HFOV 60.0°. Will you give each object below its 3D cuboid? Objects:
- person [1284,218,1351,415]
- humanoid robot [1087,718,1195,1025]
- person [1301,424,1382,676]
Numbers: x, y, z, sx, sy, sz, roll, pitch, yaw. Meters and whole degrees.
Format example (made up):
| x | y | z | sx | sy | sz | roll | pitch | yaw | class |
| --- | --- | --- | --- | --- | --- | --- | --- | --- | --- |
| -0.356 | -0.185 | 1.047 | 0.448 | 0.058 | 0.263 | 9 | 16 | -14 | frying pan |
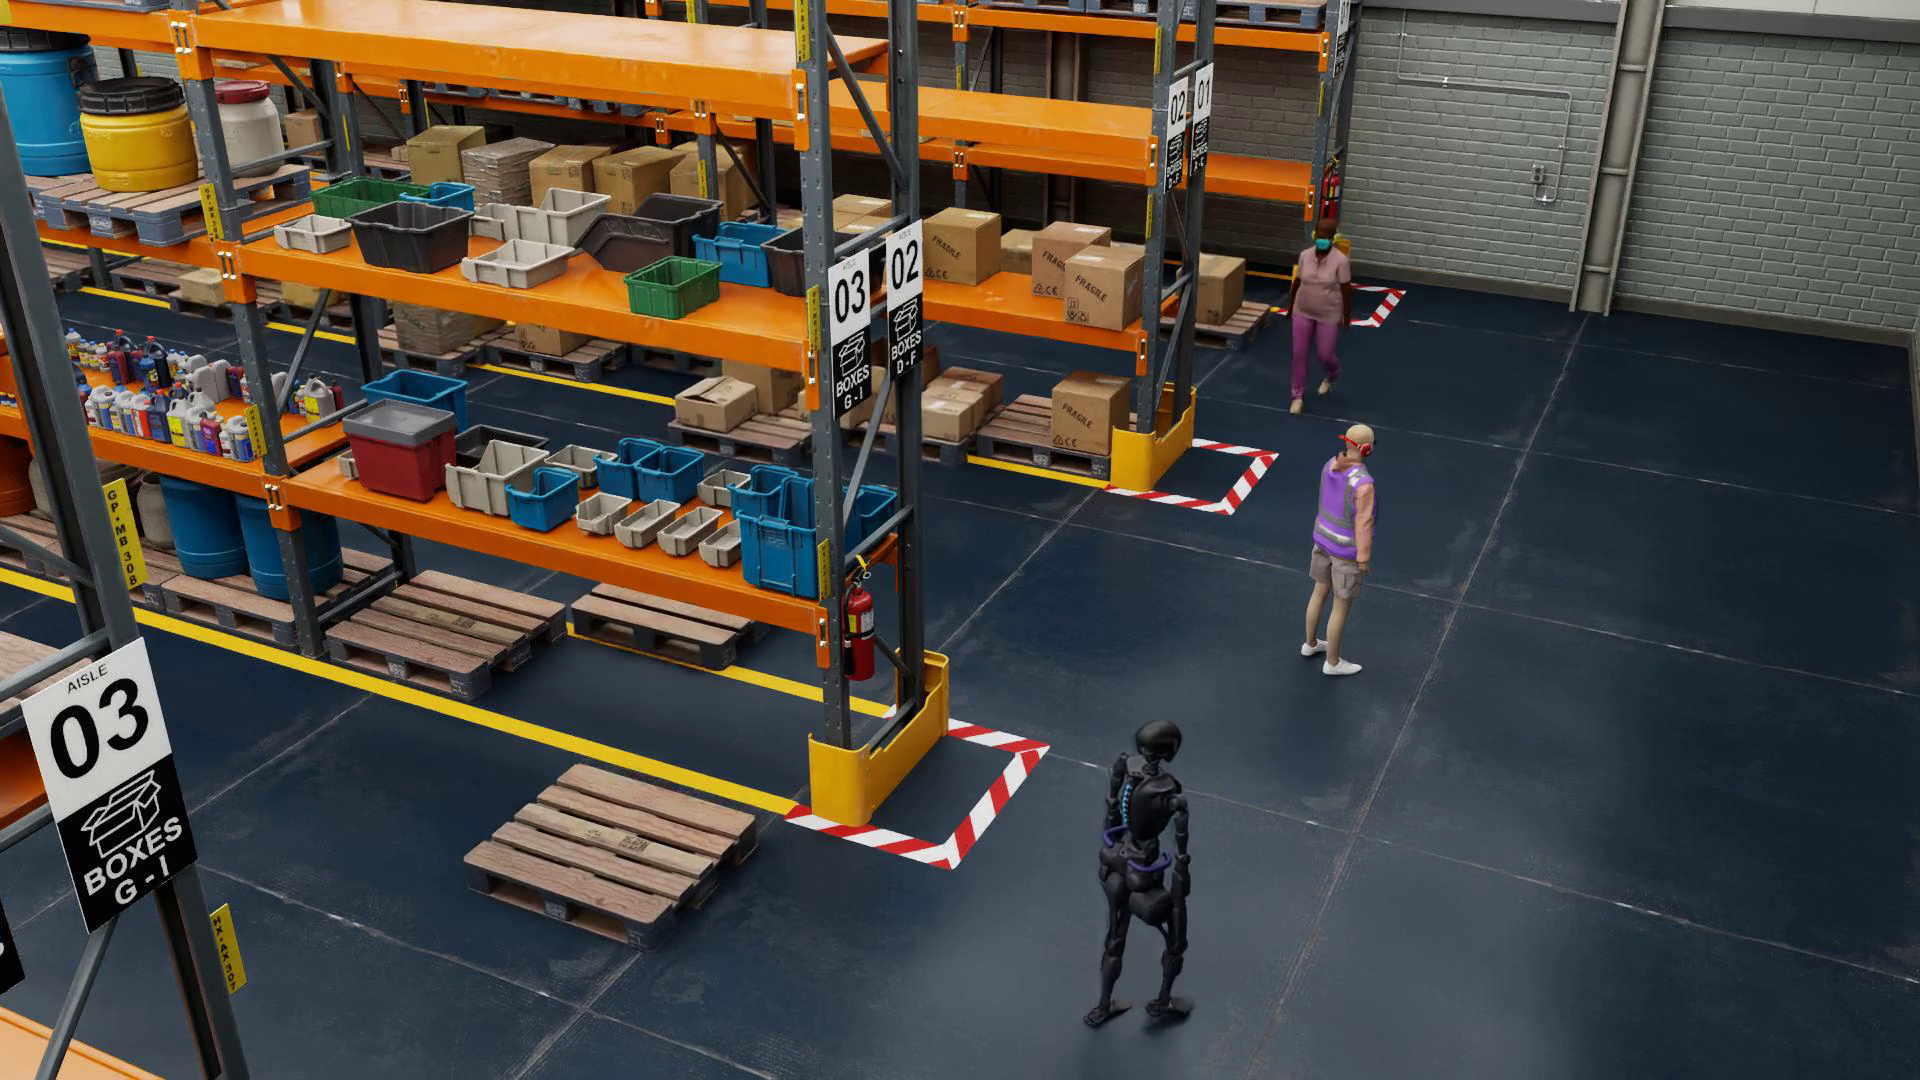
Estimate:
| x | y | z | sx | sy | sz | roll | pitch | yaw | class |
| --- | --- | --- | --- | --- | --- | --- | --- | --- | --- |
| 3.174 | -2.001 | 14.650 | 0.579 | 1.776 | 0.553 | 13 | 29 | 25 | person |
| 0.855 | 1.516 | 7.656 | 0.554 | 1.642 | 0.593 | -15 | 30 | -28 | humanoid robot |
| 2.431 | 0.058 | 10.590 | 0.352 | 1.688 | 0.489 | -11 | 28 | -21 | person |
